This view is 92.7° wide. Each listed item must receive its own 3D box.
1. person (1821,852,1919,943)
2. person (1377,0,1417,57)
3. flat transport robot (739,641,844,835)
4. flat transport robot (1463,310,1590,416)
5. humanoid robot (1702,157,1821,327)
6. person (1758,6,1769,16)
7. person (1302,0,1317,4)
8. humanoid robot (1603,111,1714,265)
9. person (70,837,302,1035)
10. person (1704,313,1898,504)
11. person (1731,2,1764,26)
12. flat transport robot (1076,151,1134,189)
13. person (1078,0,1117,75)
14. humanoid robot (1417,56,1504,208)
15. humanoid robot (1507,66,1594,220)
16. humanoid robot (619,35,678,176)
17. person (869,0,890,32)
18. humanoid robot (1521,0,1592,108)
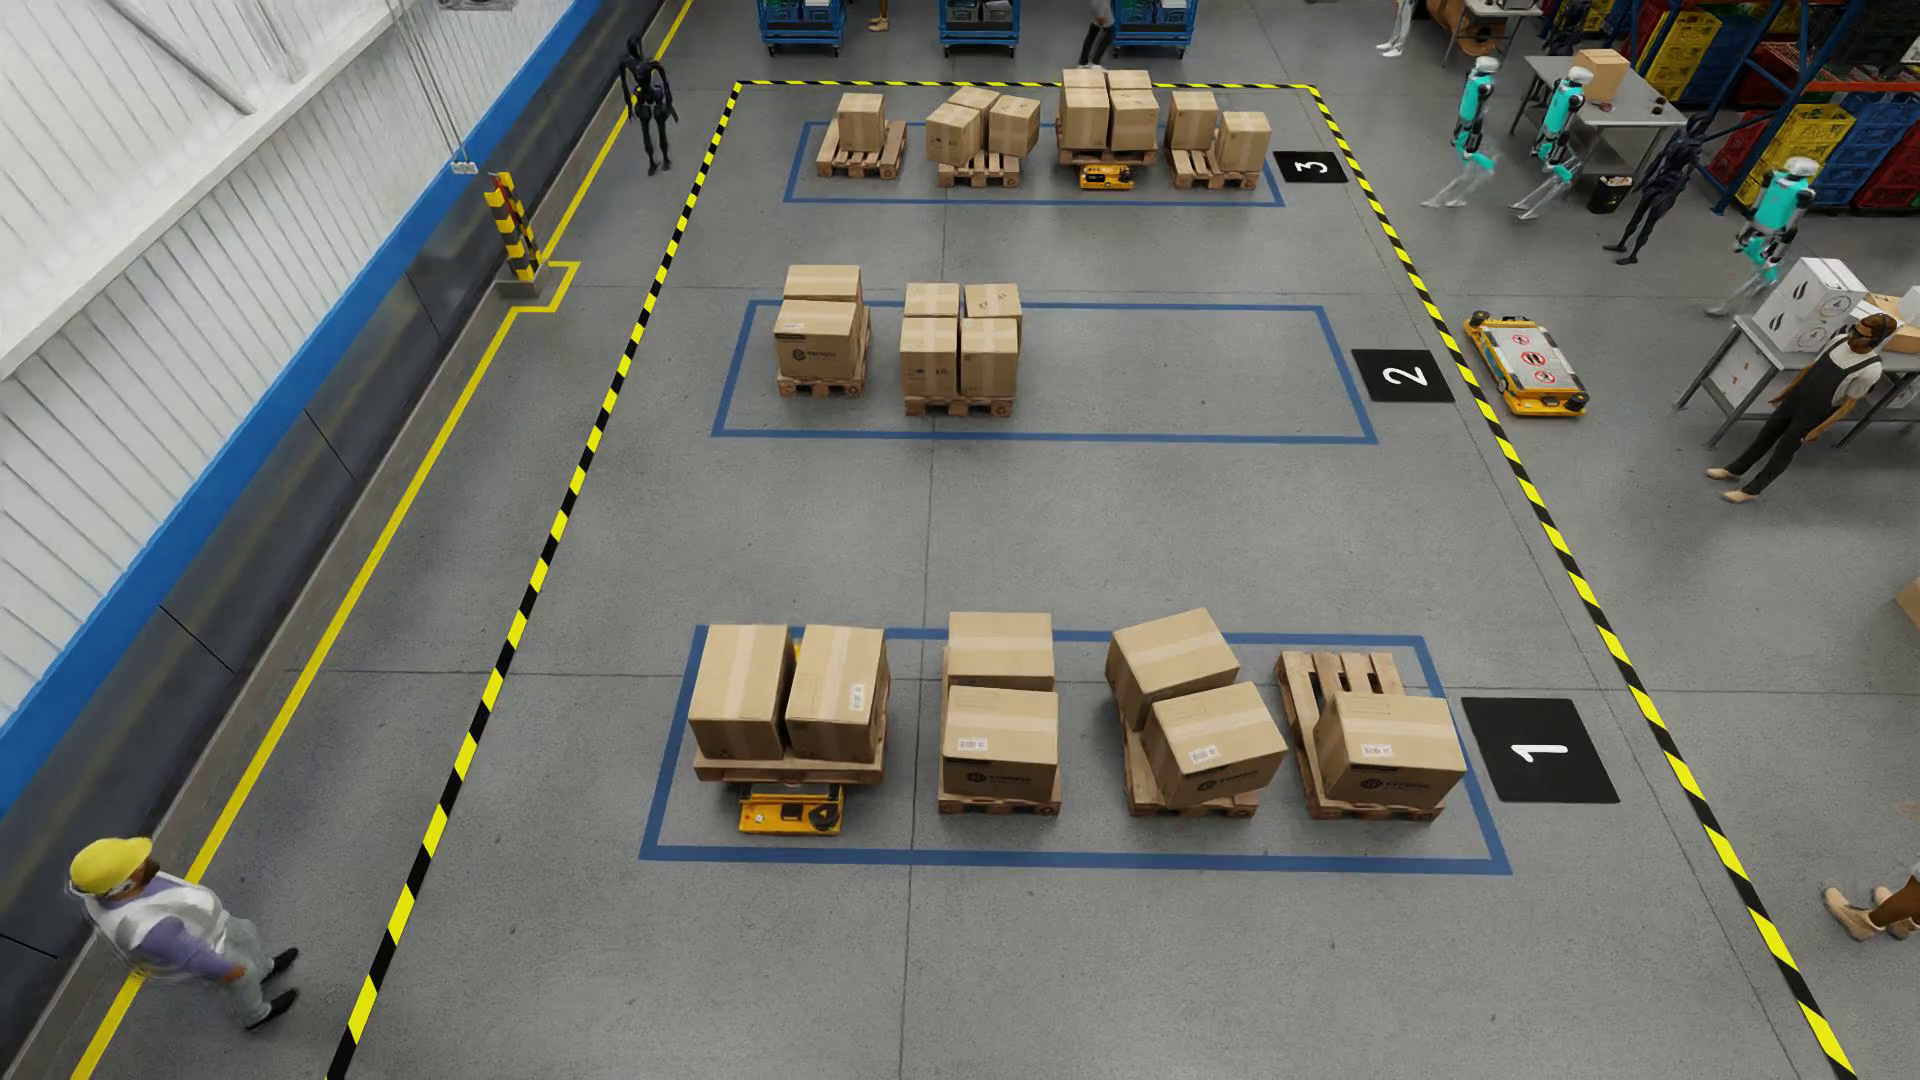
[{"bbox_3d":[5.580,1.653,4.932,0.613,2.038,0.393,1,49,1],"label":"person"},{"bbox_3d":[6.673,-8.168,13.548,0.309,1.864,0.531,1,49,1],"label":"person"},{"bbox_3d":[-1.098,1.321,6.371,0.652,0.197,1.431,1,49,1],"label":"flat transport robot"},{"bbox_3d":[5.573,-1.757,9.054,0.659,0.231,1.431,1,49,1],"label":"flat transport robot"},{"bbox_3d":[8.077,-2.933,9.111,0.848,1.783,0.550,-10,50,-8],"label":"humanoid robot"},{"bbox_3d":[13.340,-9.373,14.543,0.372,1.934,0.550,1,49,1],"label":"person"},{"bbox_3d":[6.173,-9.822,15.040,0.808,1.789,0.596,-8,50,-7],"label":"person"},{"bbox_3d":[7.541,-3.773,9.859,0.315,1.655,0.599,1,49,1],"label":"humanoid robot"},{"bbox_3d":[-3.979,2.066,4.742,0.601,1.806,0.551,29,55,23],"label":"person"},{"bbox_3d":[6.805,-1.044,7.394,0.325,1.842,0.514,1,49,1],"label":"person"},{"bbox_3d":[11.499,-7.843,13.374,0.591,1.711,0.489,0,49,0],"label":"person"},{"bbox_3d":[1.845,-4.982,11.827,0.652,0.197,1.431,1,49,1],"label":"flat transport robot"},{"bbox_3d":[2.062,-7.658,13.142,0.600,1.815,0.590,0,49,0],"label":"person"},{"bbox_3d":[5.987,-4.603,10.557,0.779,1.786,0.541,1,49,1],"label":"humanoid robot"},{"bbox_3d":[6.803,-4.430,10.308,0.735,1.677,0.533,1,49,1],"label":"humanoid robot"},{"bbox_3d":[-3.794,-5.311,11.204,0.613,1.646,0.427,-3,49,-2],"label":"humanoid robot"},{"bbox_3d":[-1.324,-8.978,14.134,0.393,2.038,0.613,1,49,1],"label":"person"},{"bbox_3d":[8.171,-6.740,12.427,0.315,1.655,0.599,1,49,1],"label":"humanoid robot"}]
